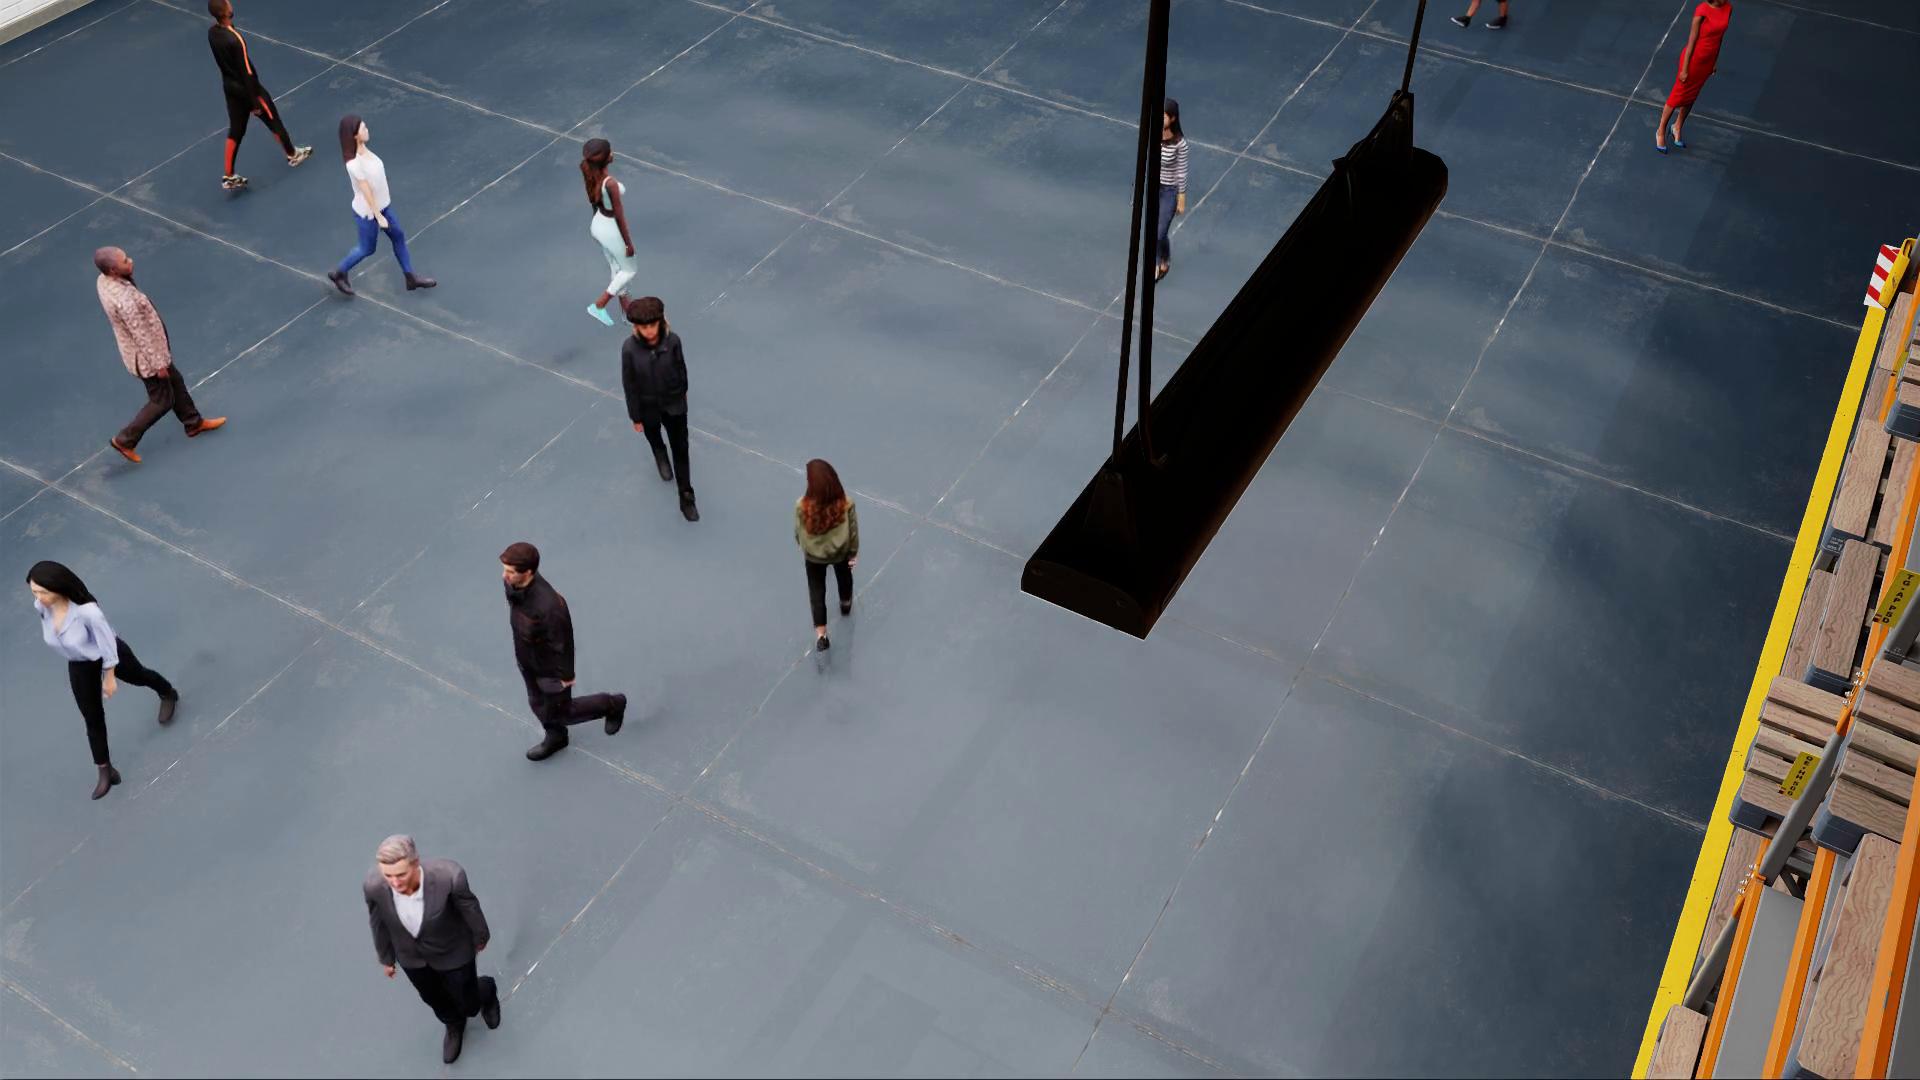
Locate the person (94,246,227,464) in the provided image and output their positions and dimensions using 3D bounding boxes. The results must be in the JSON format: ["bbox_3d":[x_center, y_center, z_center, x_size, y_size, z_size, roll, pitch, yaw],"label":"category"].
[{"bbox_3d":[-6.149,-1.361,12.364,1.184,1.779,0.976,-26,49,-25],"label":"person"}]

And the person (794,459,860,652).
[{"bbox_3d":[-0.895,0.116,11.049,0.890,1.453,1.002,-3,44,-3],"label":"person"}]

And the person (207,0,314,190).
[{"bbox_3d":[-6.622,-4.034,15.182,0.637,1.761,1.188,21,47,21],"label":"person"}]

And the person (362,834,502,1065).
[{"bbox_3d":[-2.754,2.063,8.736,0.861,1.826,0.887,-1,44,-1],"label":"person"}]

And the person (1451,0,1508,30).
[{"bbox_3d":[5.732,-5.979,17.618,0.904,1.217,0.838,-11,45,-11],"label":"person"}]

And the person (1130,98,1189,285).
[{"bbox_3d":[1.744,-2.929,14.010,0.649,1.778,0.657,28,50,26],"label":"person"}]

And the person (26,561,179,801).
[{"bbox_3d":[-5.238,0.704,10.264,0.913,1.685,1.240,7,44,8],"label":"person"}]

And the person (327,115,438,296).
[{"bbox_3d":[-5.003,-2.724,13.886,1.082,1.652,1.128,-2,44,-2],"label":"person"}]

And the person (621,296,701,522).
[{"bbox_3d":[-2.212,-1.052,12.073,1.113,1.733,1.122,-14,45,-14],"label":"person"}]

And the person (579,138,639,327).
[{"bbox_3d":[-2.901,-2.455,13.556,0.876,1.717,0.703,-33,53,-30],"label":"person"}]

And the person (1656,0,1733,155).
[{"bbox_3d":[6.943,-4.499,15.683,0.612,1.744,0.705,-17,46,-17],"label":"person"}]

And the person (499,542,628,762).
[{"bbox_3d":[-2.463,0.664,10.206,1.019,1.823,0.890,-31,51,-28],"label":"person"}]
